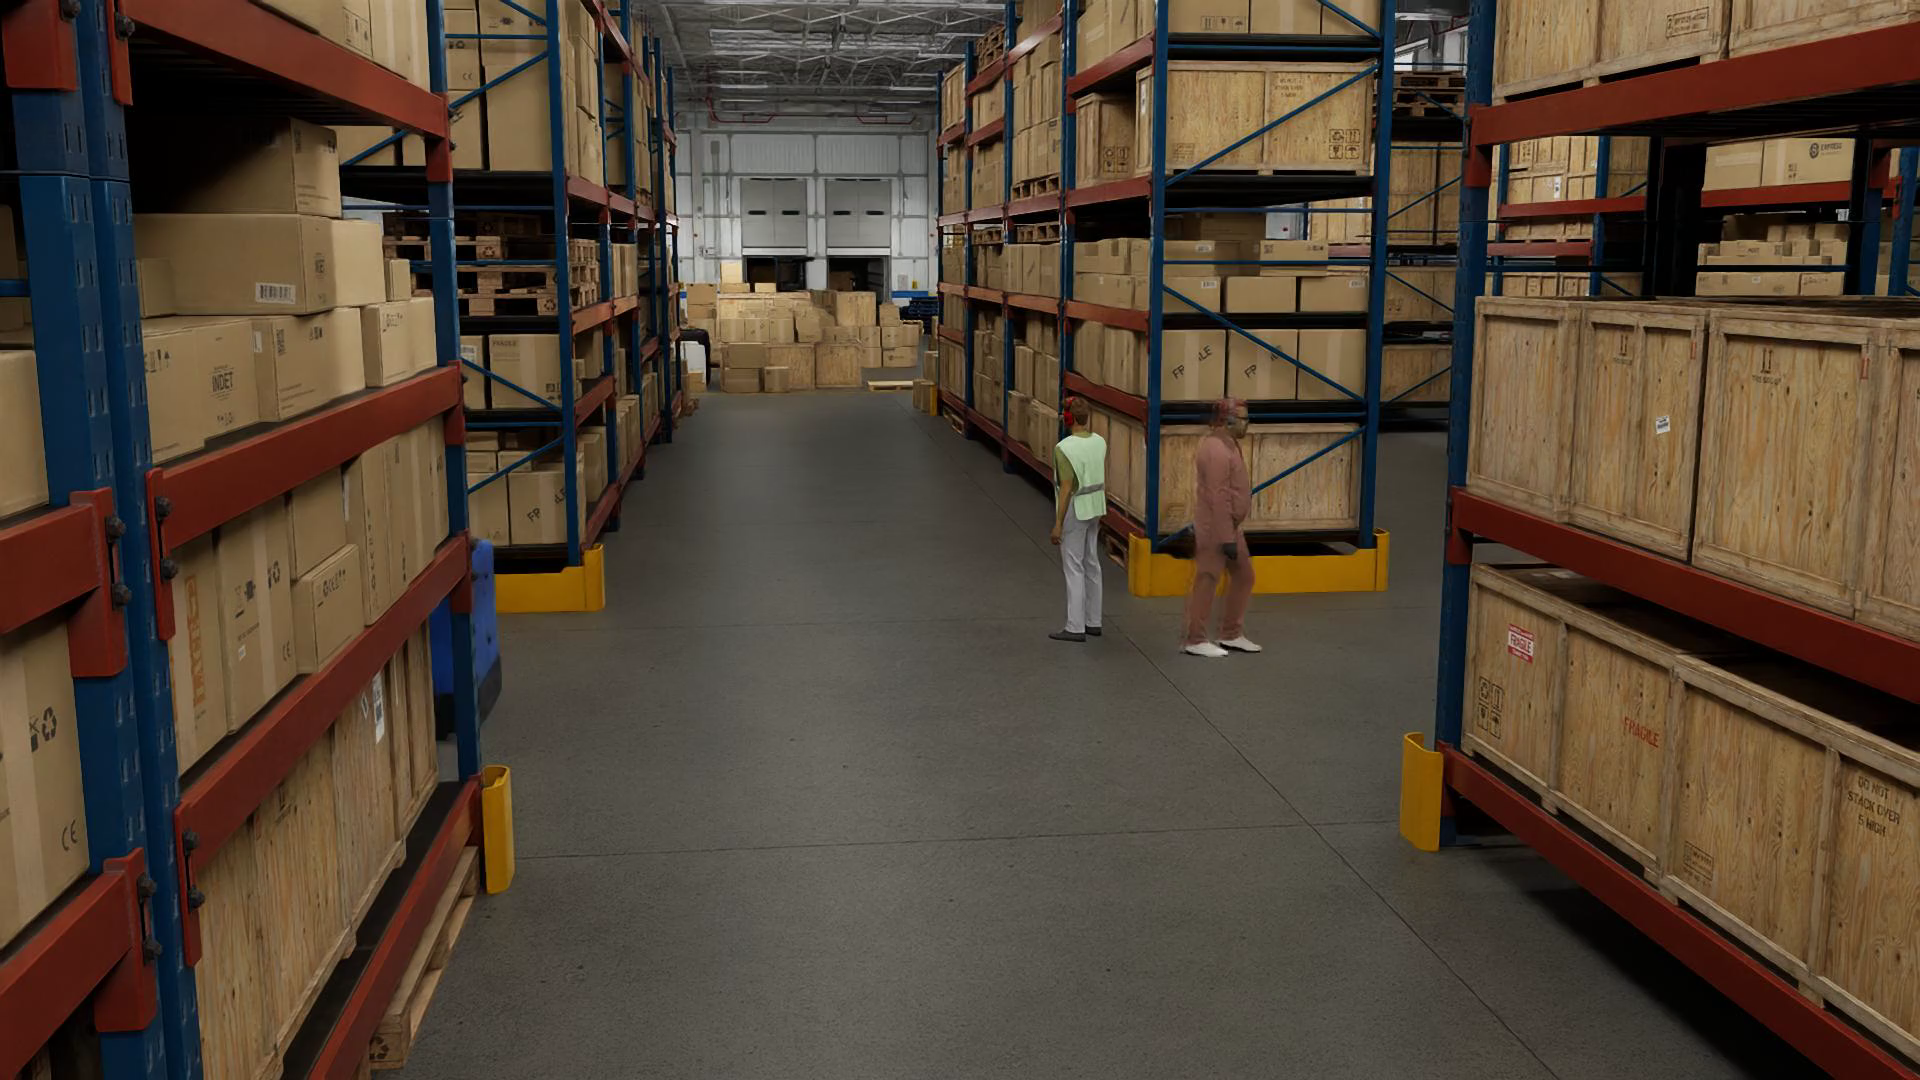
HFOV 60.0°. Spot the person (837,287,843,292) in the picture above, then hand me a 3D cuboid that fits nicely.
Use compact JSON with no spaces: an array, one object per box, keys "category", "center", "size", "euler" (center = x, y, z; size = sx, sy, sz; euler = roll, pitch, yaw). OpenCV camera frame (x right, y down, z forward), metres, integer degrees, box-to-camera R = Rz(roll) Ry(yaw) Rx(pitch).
[{"category":"person","center":[-4.586,-8.849,63.691],"size":[0.308,1.640,0.511],"euler":[2,10,13]}]

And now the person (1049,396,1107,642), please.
[{"category":"person","center":[0.901,-0.155,12.477],"size":[0.373,1.843,0.571],"euler":[7,12,37]}]

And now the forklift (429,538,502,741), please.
[{"category":"forklift","center":[-3.845,-0.251,10.027],"size":[1.873,2.768,1.129],"euler":[-1,10,-7]}]

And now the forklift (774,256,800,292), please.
[{"category":"forklift","center":[-6.241,-8.864,60.169],"size":[1.129,2.768,1.873],"euler":[-7,12,-35]}]

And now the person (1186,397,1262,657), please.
[{"category":"person","center":[1.944,-0.075,11.891],"size":[0.692,1.880,0.676],"euler":[3,10,18]}]

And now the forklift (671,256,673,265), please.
[{"category":"forklift","center":[-10.987,-9.066,61.344],"size":[1.129,2.768,1.873],"euler":[-1,10,-7]}]

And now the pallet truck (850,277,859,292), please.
[{"category":"pallet truck","center":[-3.782,-9.391,65.808],"size":[1.885,1.965,0.823],"euler":[2,10,10]}]
